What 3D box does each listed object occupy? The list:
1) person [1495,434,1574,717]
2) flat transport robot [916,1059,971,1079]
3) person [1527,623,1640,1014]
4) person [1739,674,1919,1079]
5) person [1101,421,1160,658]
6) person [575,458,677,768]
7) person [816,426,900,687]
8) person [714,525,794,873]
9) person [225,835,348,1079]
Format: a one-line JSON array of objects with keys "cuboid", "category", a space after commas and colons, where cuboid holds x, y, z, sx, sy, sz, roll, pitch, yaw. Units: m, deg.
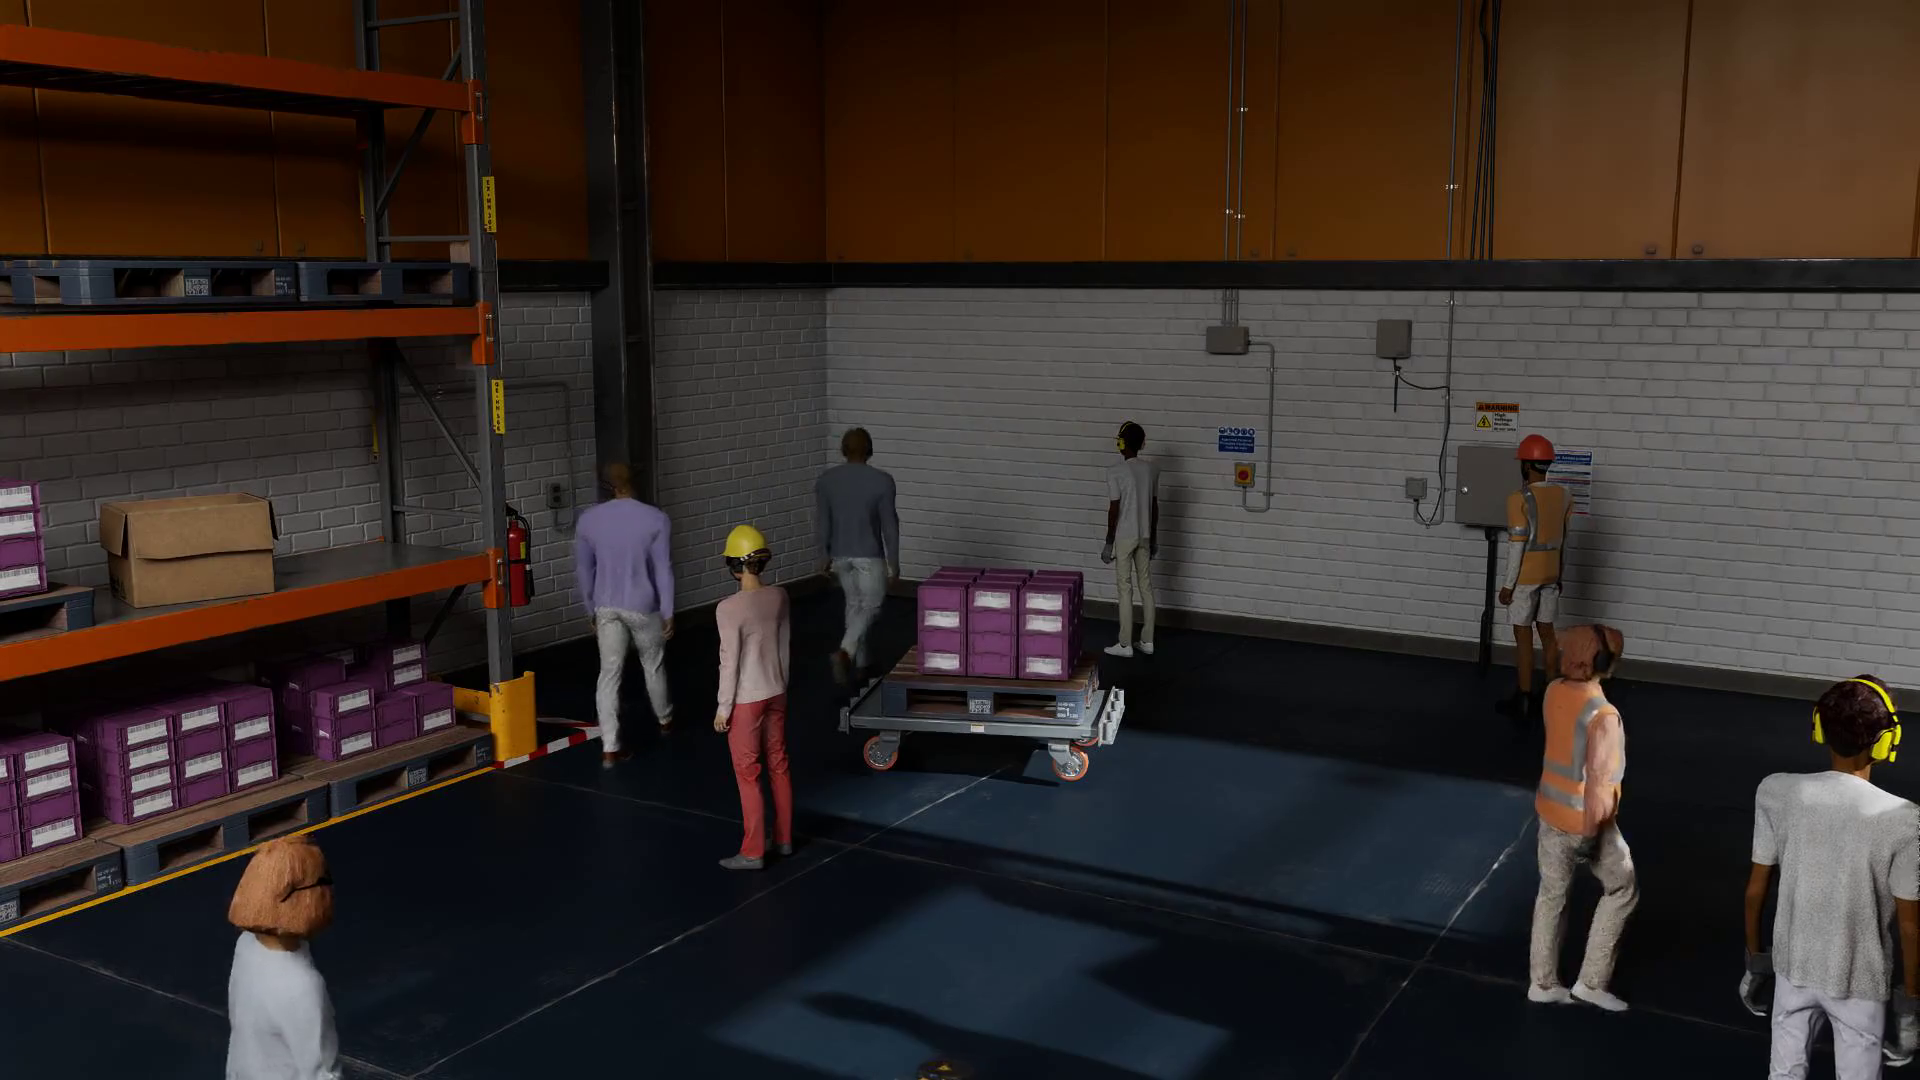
[{"cuboid": [3.921, 0.242, 11.436, 0.551, 1.935, 0.375, -5, 10, -28], "category": "person"}, {"cuboid": [-0.254, 2.062, 5.260, 0.652, 0.197, 1.431, 7, 11, 37], "category": "flat transport robot"}, {"cuboid": [2.578, 1.138, 6.819, 0.497, 1.622, 0.520, -2, 9, -13], "category": "person"}, {"cuboid": [2.584, 1.318, 4.935, 0.327, 1.869, 0.514, -8, 12, -41], "category": "person"}, {"cuboid": [1.343, -0.003, 13.172, 0.520, 1.873, 0.335, -5, 10, -29], "category": "person"}, {"cuboid": [-2.068, 0.422, 10.493, 0.644, 1.873, 1.035, 1, 9, 6], "category": "person"}, {"cuboid": [-0.775, 0.127, 12.205, 0.638, 1.918, 0.821, 4, 10, 24], "category": "person"}, {"cuboid": [-1.067, 0.801, 8.475, 0.325, 1.767, 0.533, 6, 11, 33], "category": "person"}, {"cuboid": [-1.762, 1.552, 4.352, 0.905, 1.585, 0.514, -6, 11, -33], "category": "person"}]
